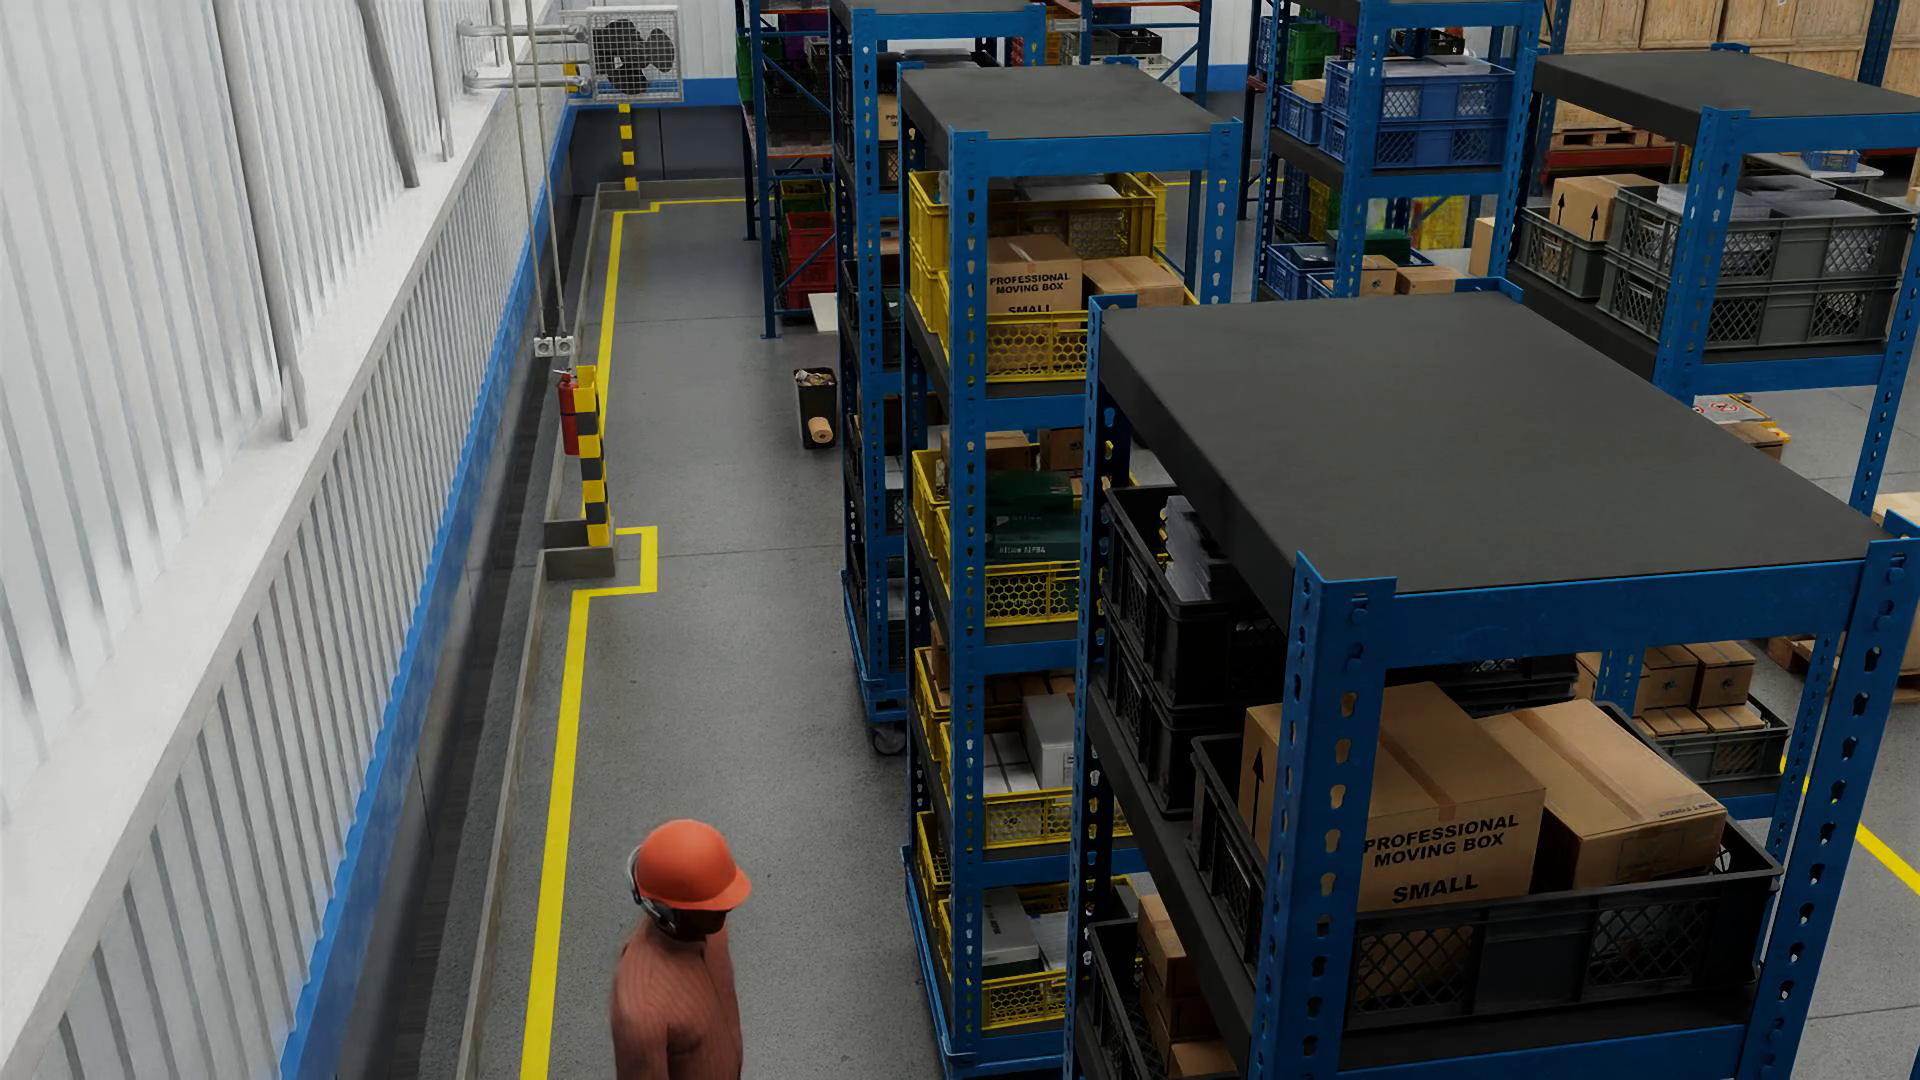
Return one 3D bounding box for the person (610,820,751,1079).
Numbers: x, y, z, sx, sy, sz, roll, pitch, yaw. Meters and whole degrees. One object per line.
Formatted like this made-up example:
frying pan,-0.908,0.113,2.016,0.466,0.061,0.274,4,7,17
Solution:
person,-0.758,1.629,4.706,0.438,1.980,0.632,4,25,8
